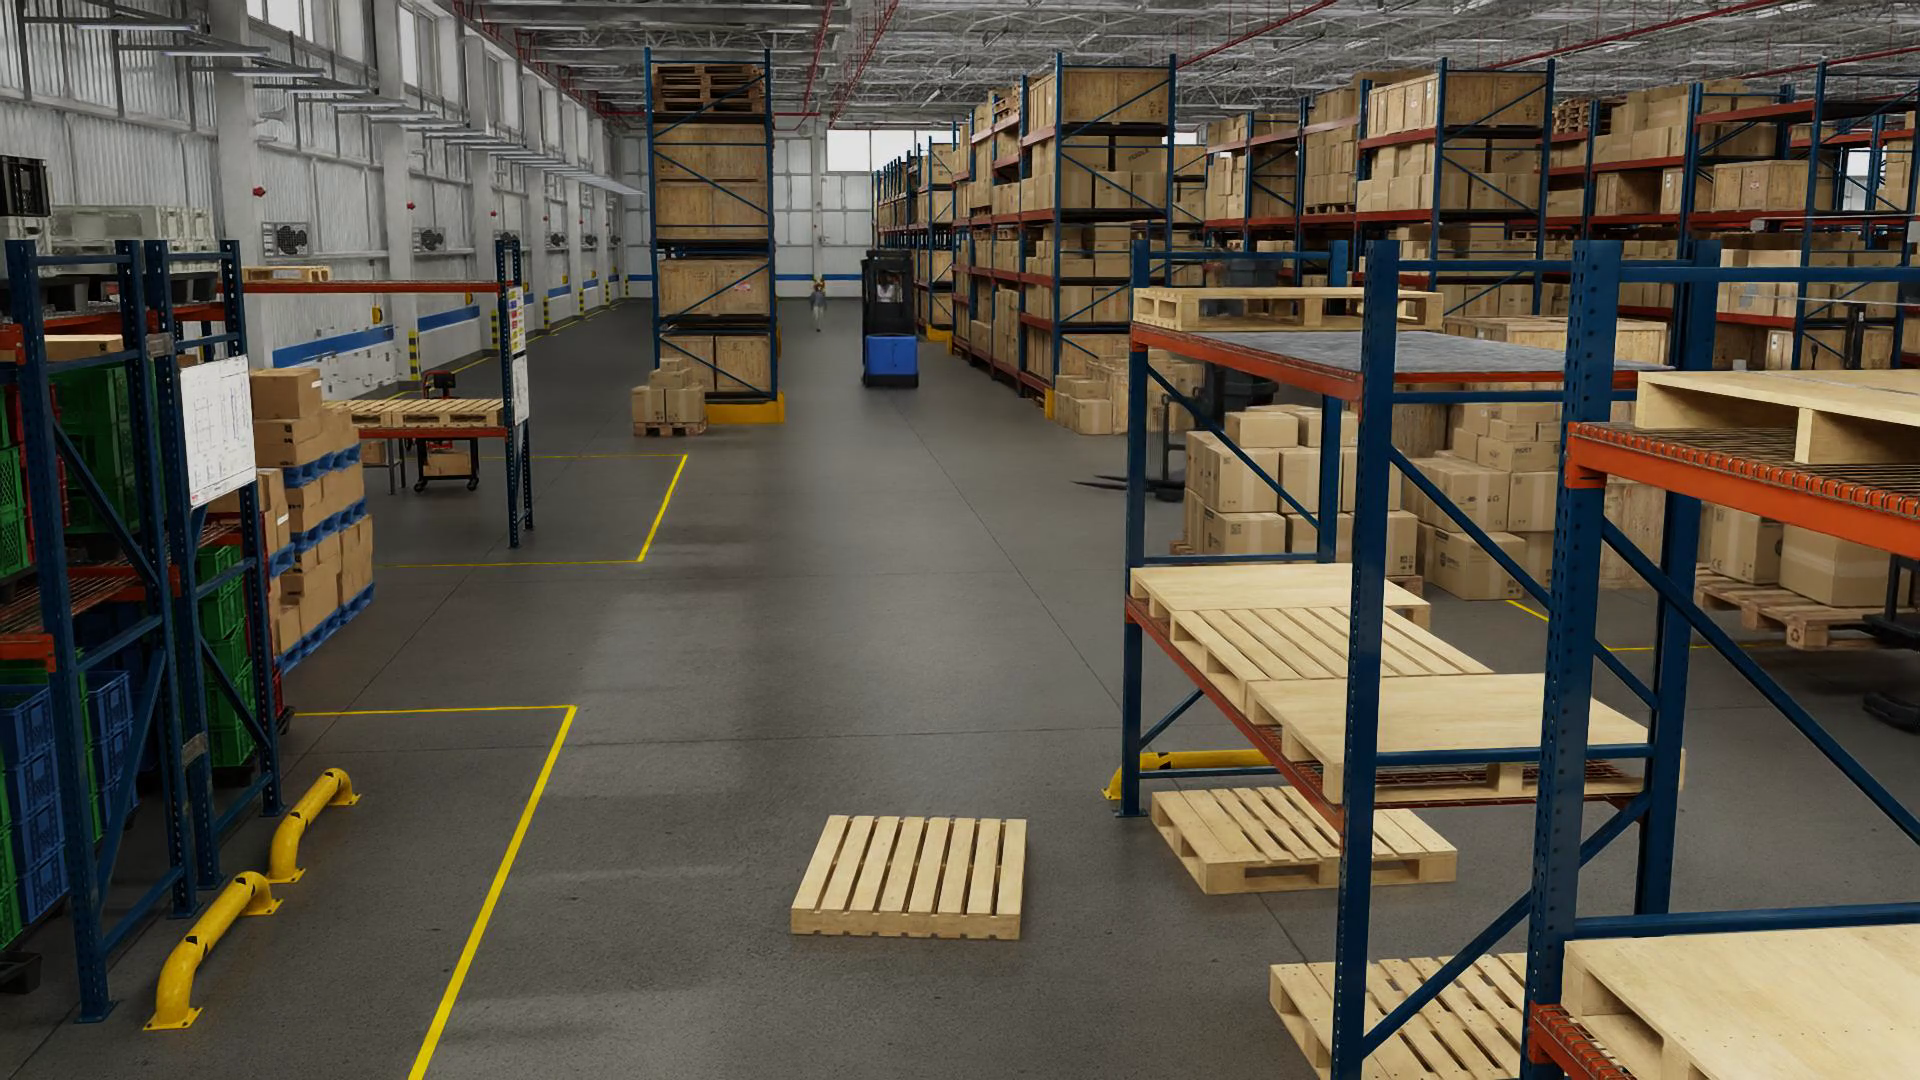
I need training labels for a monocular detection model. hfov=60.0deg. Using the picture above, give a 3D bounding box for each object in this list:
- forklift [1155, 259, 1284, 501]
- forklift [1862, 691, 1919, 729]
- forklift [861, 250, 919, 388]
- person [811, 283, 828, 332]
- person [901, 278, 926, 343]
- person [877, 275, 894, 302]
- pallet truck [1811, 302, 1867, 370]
[{"bbox_3d":[3.356,-1.833,19.092,1.873,2.768,1.129,6,12,29],"label":"forklift"},{"bbox_3d":[6.434,-0.112,9.555,1.129,2.768,1.873,-1,10,-6],"label":"forklift"},{"bbox_3d":[-1.455,-4.588,34.355,1.129,2.768,1.873,-1,10,-6],"label":"forklift"},{"bbox_3d":[-4.631,-7.689,55.046,0.507,1.607,0.681,-6,12,-30],"label":"person"},{"bbox_3d":[-1.558,-6.758,49.014,1.053,1.941,0.630,-1,10,-5],"label":"person"},{"bbox_3d":[-2.451,-7.761,54.645,0.594,1.905,0.476,-1,10,-8],"label":"person"},{"bbox_3d":[15.846,-3.142,28.793,1.885,1.965,0.823,2,10,12],"label":"pallet truck"}]
